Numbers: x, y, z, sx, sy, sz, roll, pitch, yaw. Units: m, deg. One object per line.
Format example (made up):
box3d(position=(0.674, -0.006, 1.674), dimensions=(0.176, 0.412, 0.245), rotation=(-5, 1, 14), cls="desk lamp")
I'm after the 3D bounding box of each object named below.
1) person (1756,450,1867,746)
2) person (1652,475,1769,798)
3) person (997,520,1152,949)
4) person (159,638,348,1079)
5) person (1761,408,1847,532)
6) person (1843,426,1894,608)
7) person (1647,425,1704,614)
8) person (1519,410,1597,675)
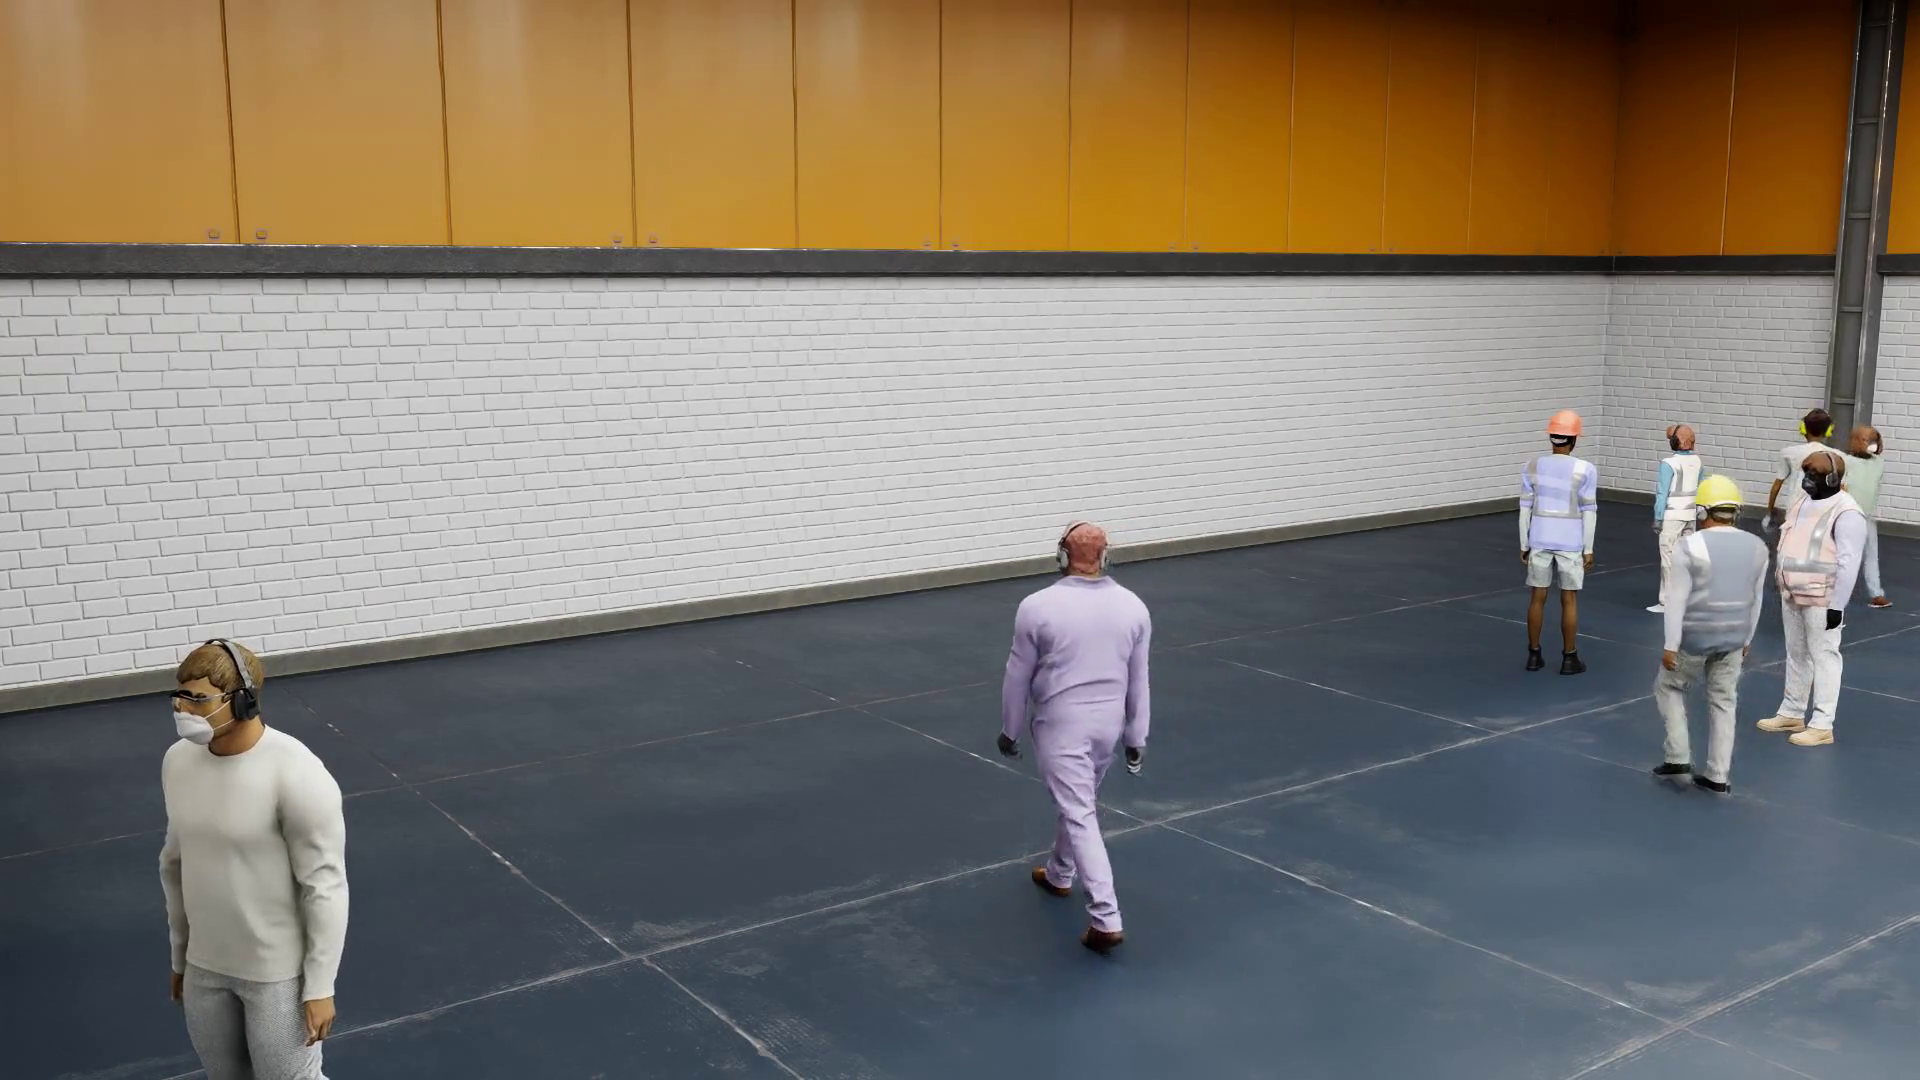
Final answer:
box3d(position=(5.329, 0.356, 10.405), dimensions=(0.429, 1.844, 0.623), rotation=(-1, 9, -6), cls="person")
box3d(position=(4.202, 0.531, 9.411), dimensions=(0.613, 1.811, 0.559), rotation=(-1, 9, -8), cls="person")
box3d(position=(0.536, 0.839, 7.434), dimensions=(0.633, 1.857, 1.037), rotation=(-5, 10, -27), cls="person")
box3d(position=(-2.020, 1.222, 4.758), dimensions=(0.633, 1.938, 0.356), rotation=(4, 10, 25), cls="person")
box3d(position=(6.894, -0.156, 13.616), dimensions=(0.531, 1.830, 0.914), rotation=(2, 9, 13), cls="person")
box3d(position=(7.923, -0.213, 14.690), dimensions=(0.497, 1.586, 0.873), rotation=(-1, 9, -7), cls="person")
box3d(position=(6.178, -0.174, 14.316), dimensions=(0.512, 1.634, 0.313), rotation=(-5, 11, -31), cls="person")
box3d(position=(4.377, 0.018, 12.185), dimensions=(0.543, 1.939, 0.371), rotation=(7, 11, 36), cls="person")
